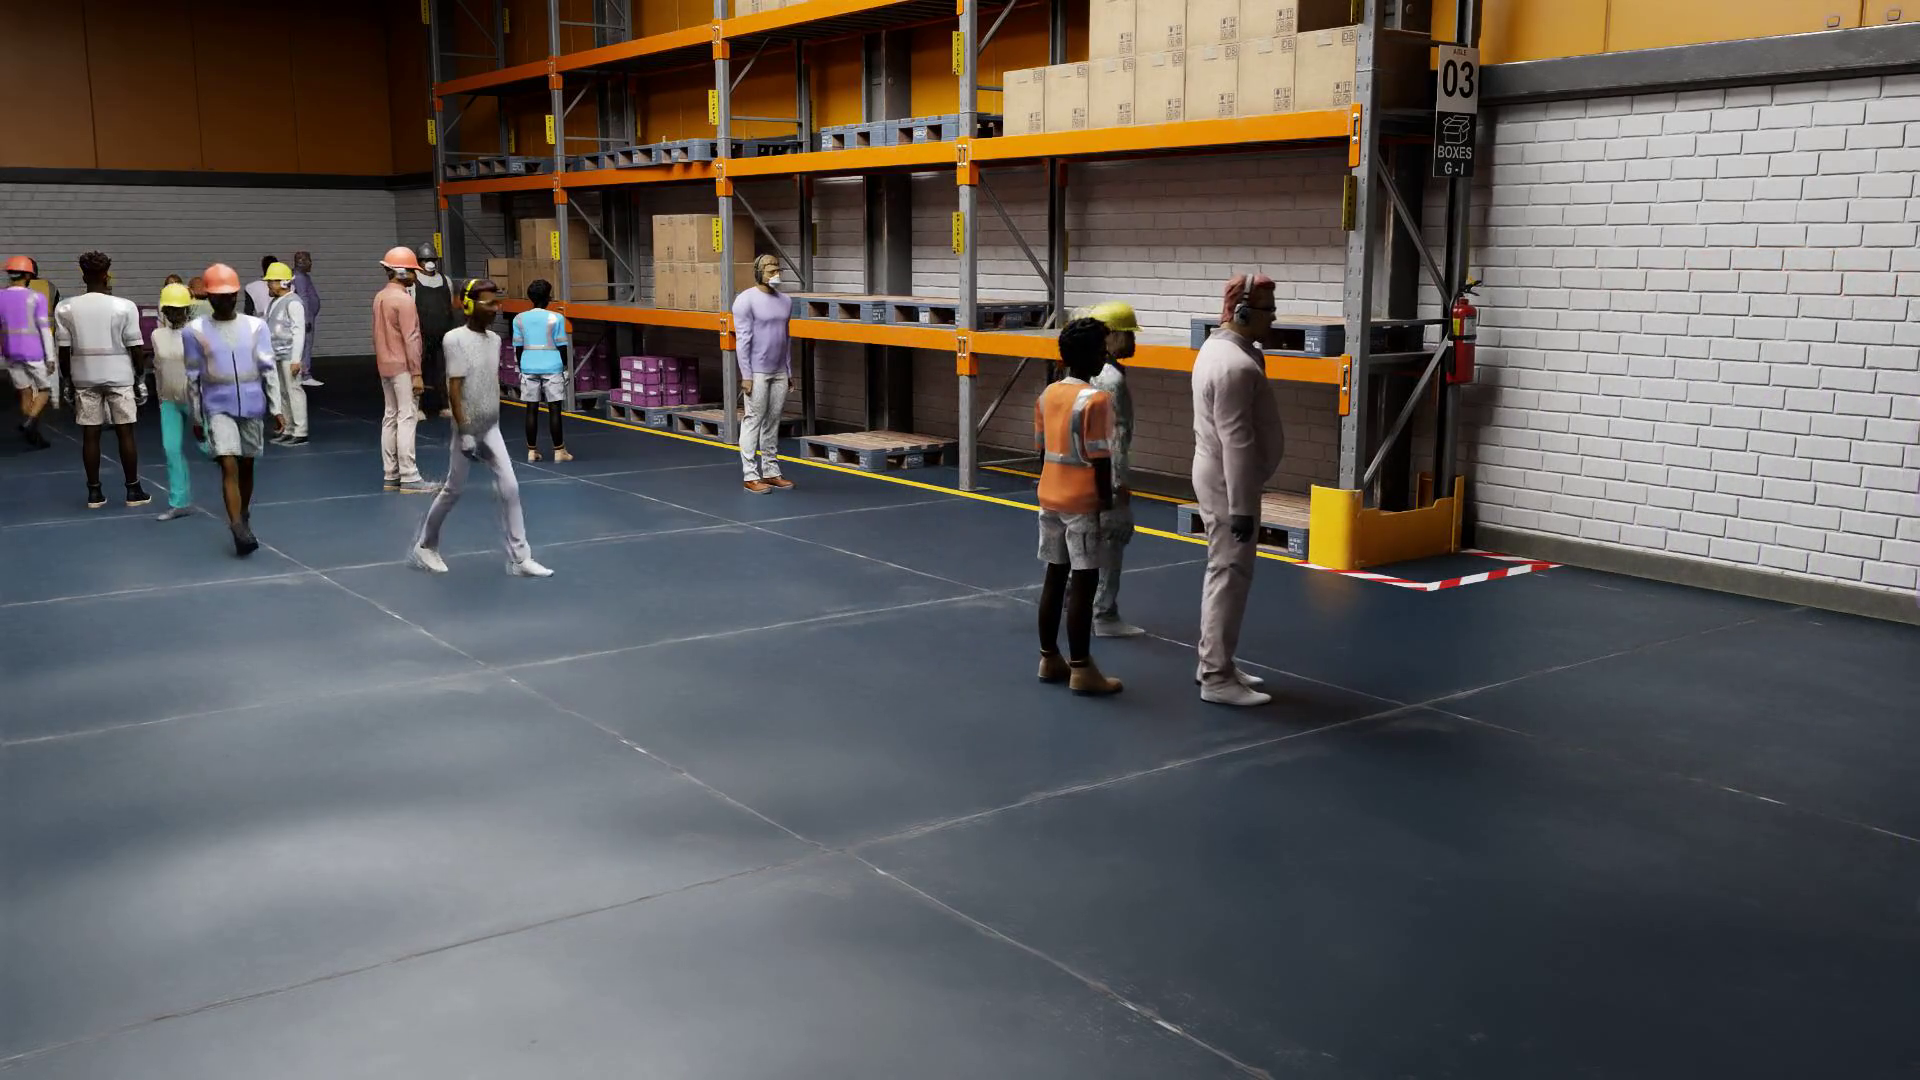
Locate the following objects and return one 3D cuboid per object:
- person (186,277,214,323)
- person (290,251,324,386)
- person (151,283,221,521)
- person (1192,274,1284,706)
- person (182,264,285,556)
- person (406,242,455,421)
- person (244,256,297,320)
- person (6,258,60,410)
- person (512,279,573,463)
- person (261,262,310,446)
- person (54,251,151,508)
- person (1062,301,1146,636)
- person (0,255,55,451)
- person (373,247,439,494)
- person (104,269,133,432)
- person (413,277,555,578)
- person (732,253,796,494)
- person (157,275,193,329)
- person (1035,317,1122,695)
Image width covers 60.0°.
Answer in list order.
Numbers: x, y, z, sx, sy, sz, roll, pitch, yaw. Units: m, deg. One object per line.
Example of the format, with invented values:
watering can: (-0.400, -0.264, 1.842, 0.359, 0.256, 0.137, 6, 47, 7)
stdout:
person: (-8.741, -2.215, 19.229, 0.285, 1.636, 0.500, 8, 13, 39)
person: (-9.319, -3.148, 23.703, 0.405, 1.904, 0.653, -5, 11, -27)
person: (-5.697, -1.040, 12.374, 0.523, 1.742, 0.744, 2, 10, 13)
person: (1.218, -0.213, 7.318, 0.401, 1.896, 0.654, 0, 10, 2)
person: (-4.778, -0.863, 10.963, 0.547, 1.884, 0.996, -7, 12, -35)
person: (-6.069, -2.396, 19.111, 0.674, 2.000, 0.535, -9, 14, -43)
person: (-8.445, -2.542, 20.445, 0.599, 1.865, 0.999, -6, 12, -32)
person: (-11.281, -2.500, 20.254, 0.429, 1.844, 0.625, 7, 12, 33)
person: (-3.847, -1.548, 15.338, 0.532, 1.692, 0.320, 2, 10, 10)
person: (-6.765, -1.855, 16.667, 0.404, 1.829, 0.599, -9, 14, -41)
person: (-6.565, -1.225, 12.762, 0.614, 1.963, 0.361, -2, 10, -13)
person: (0.745, -0.351, 8.518, 0.404, 1.729, 0.493, 0, 10, -2)
person: (-9.095, -1.805, 16.147, 0.562, 1.911, 0.580, -1, 10, -3)
person: (-4.530, -1.376, 13.534, 0.396, 1.990, 0.621, -9, 14, -42)
person: (-9.307, -2.073, 18.034, 0.860, 1.800, 0.590, 6, 12, 31)
person: (-2.980, -0.679, 10.116, 0.971, 1.827, 0.532, 5, 11, 28)
person: (-1.577, -1.353, 13.553, 0.376, 1.940, 0.627, 7, 12, 35)
person: (-9.723, -2.474, 20.678, 0.507, 1.636, 0.275, 1, 10, 3)
person: (0.533, -0.155, 7.516, 0.317, 1.696, 0.540, -5, 11, -28)
